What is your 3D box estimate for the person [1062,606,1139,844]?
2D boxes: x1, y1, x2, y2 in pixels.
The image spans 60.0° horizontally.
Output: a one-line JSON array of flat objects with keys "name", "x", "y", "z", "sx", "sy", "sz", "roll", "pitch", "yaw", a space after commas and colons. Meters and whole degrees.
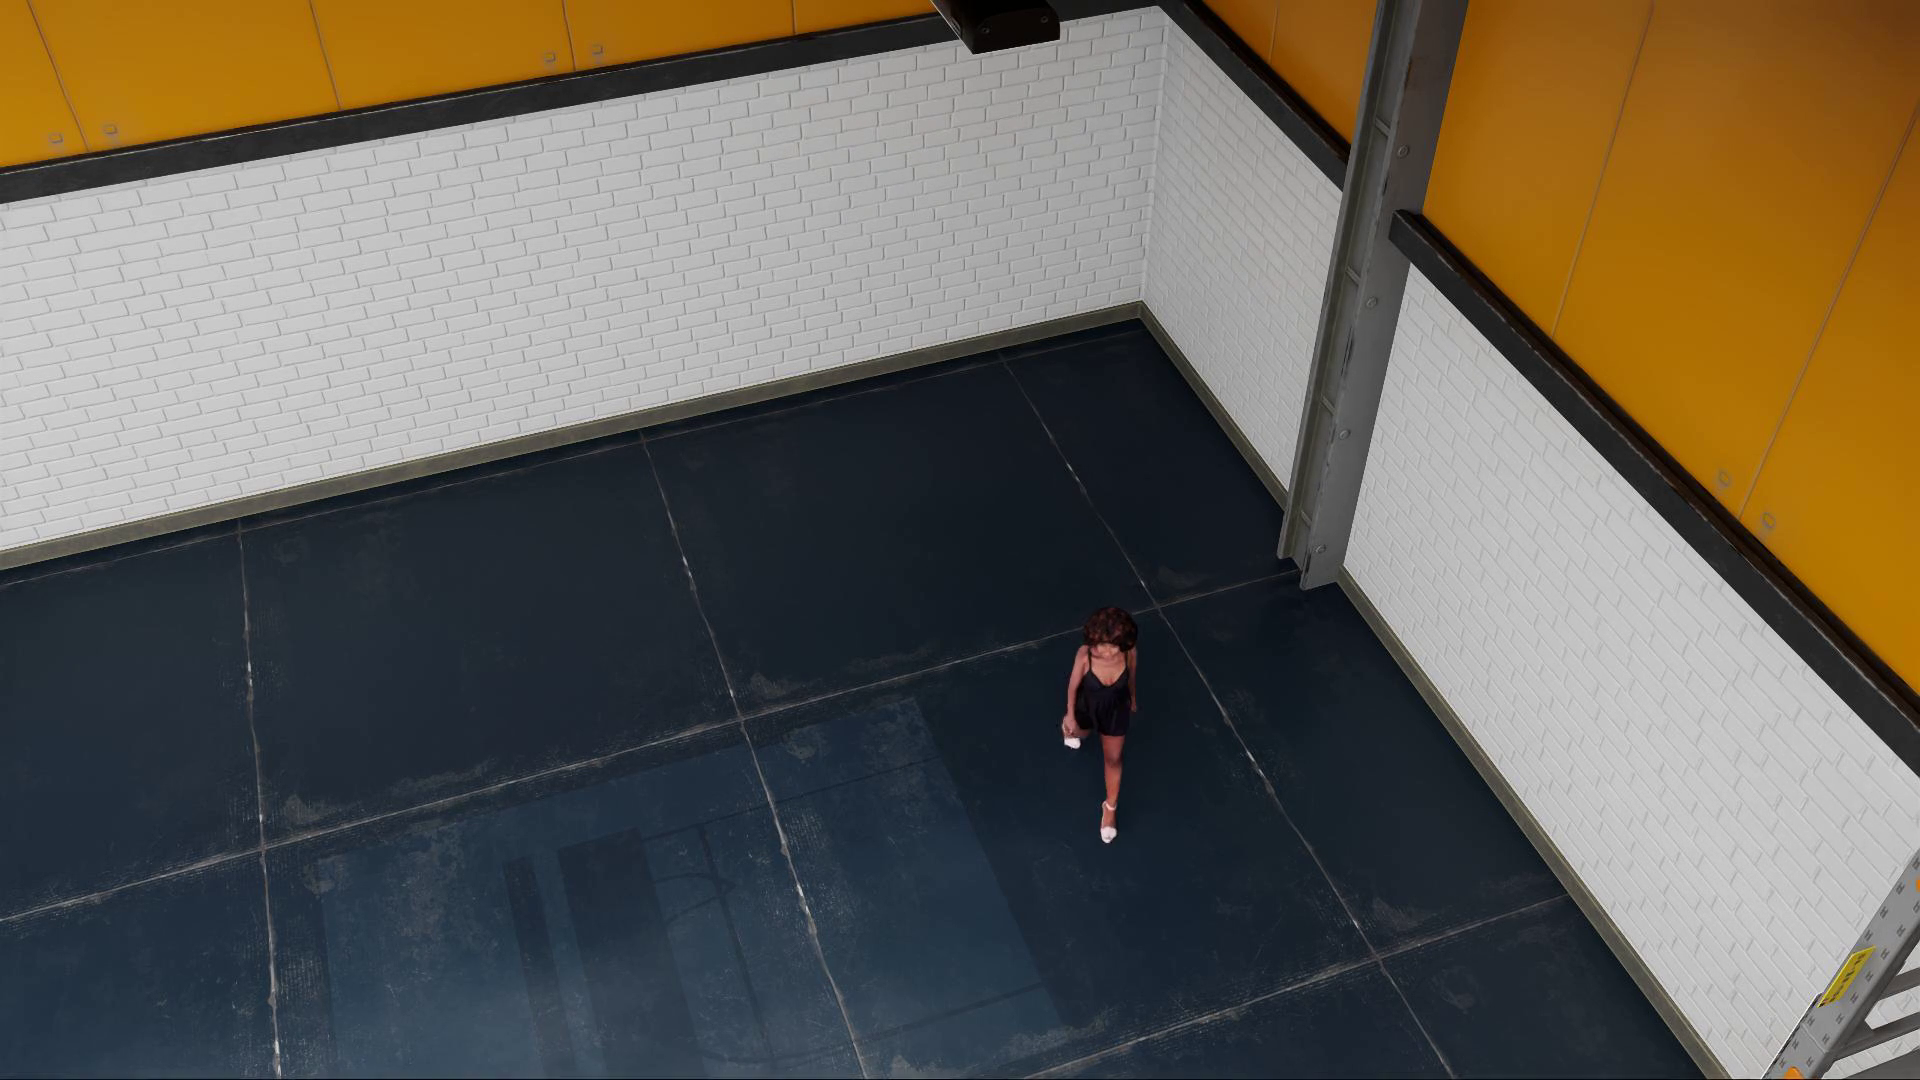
[{"name": "person", "x": 0.806, "y": 0.929, "z": 9.878, "sx": 0.794, "sy": 1.749, "sz": 1.186, "roll": -6, "pitch": 44, "yaw": -7}]
